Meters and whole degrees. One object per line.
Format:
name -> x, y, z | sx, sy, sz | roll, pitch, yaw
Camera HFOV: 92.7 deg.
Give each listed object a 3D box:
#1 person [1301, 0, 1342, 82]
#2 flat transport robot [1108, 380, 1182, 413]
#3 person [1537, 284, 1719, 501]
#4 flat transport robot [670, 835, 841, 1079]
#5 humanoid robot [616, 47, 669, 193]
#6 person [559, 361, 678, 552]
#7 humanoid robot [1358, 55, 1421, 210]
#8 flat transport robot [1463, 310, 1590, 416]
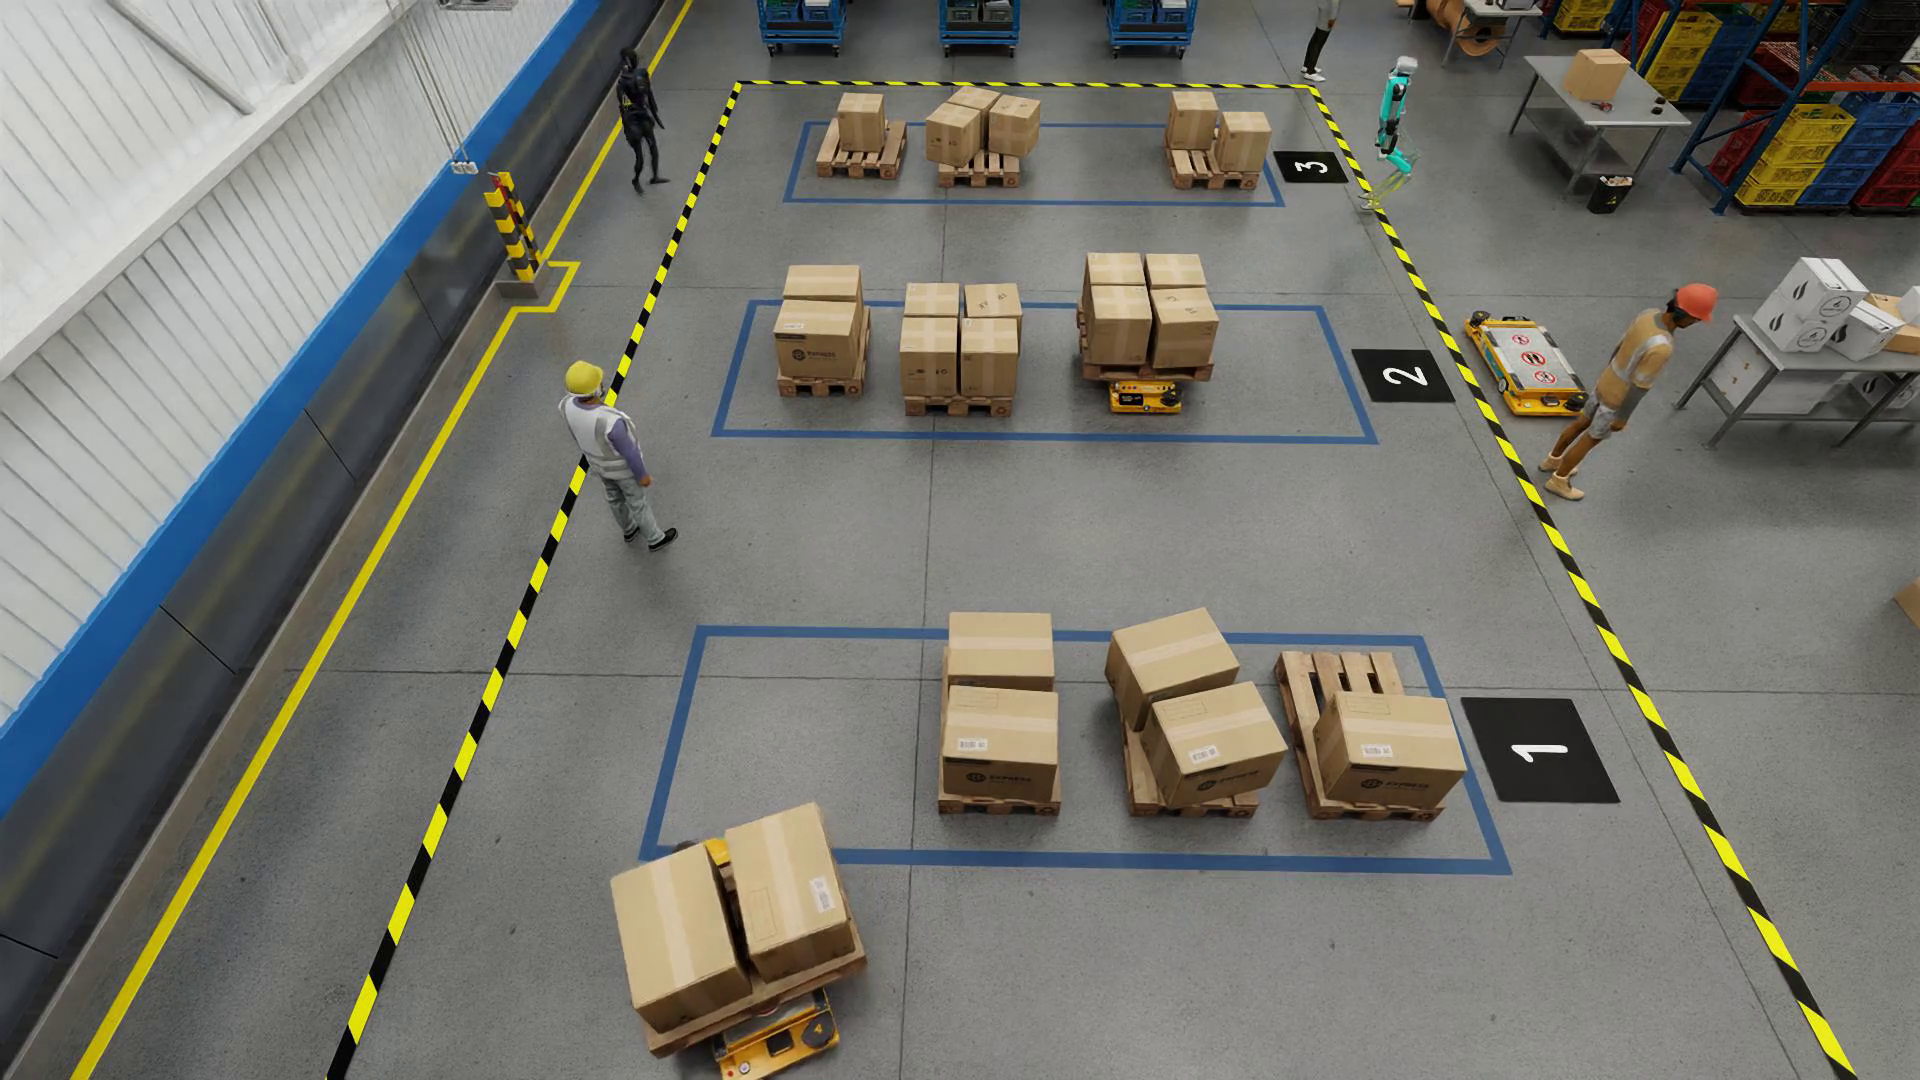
person -> 5.280, -7.541, 13.013 | 0.385, 1.850, 0.598 | 5, 49, 4
flat transport robot -> 1.773, -1.807, 9.079 | 0.652, 0.197, 1.431 | 1, 49, 1
person -> 5.347, -1.179, 7.390 | 0.401, 2.029, 0.610 | 13, 50, 11
flat transport robot -> -1.255, 2.384, 5.452 | 0.652, 0.197, 1.431 | -18, 52, -15
humanoid robot -> -3.858, -5.001, 10.936 | 0.411, 1.646, 0.587 | 22, 53, 18
person -> -2.626, -0.616, 7.028 | 0.591, 1.837, 0.404 | 22, 53, 18
humanoid robot -> 5.037, -4.594, 10.447 | 0.735, 1.681, 0.533 | 9, 50, 8
flat transport robot -> 5.573, -1.757, 9.054 | 0.659, 0.231, 1.431 | 1, 49, 1
